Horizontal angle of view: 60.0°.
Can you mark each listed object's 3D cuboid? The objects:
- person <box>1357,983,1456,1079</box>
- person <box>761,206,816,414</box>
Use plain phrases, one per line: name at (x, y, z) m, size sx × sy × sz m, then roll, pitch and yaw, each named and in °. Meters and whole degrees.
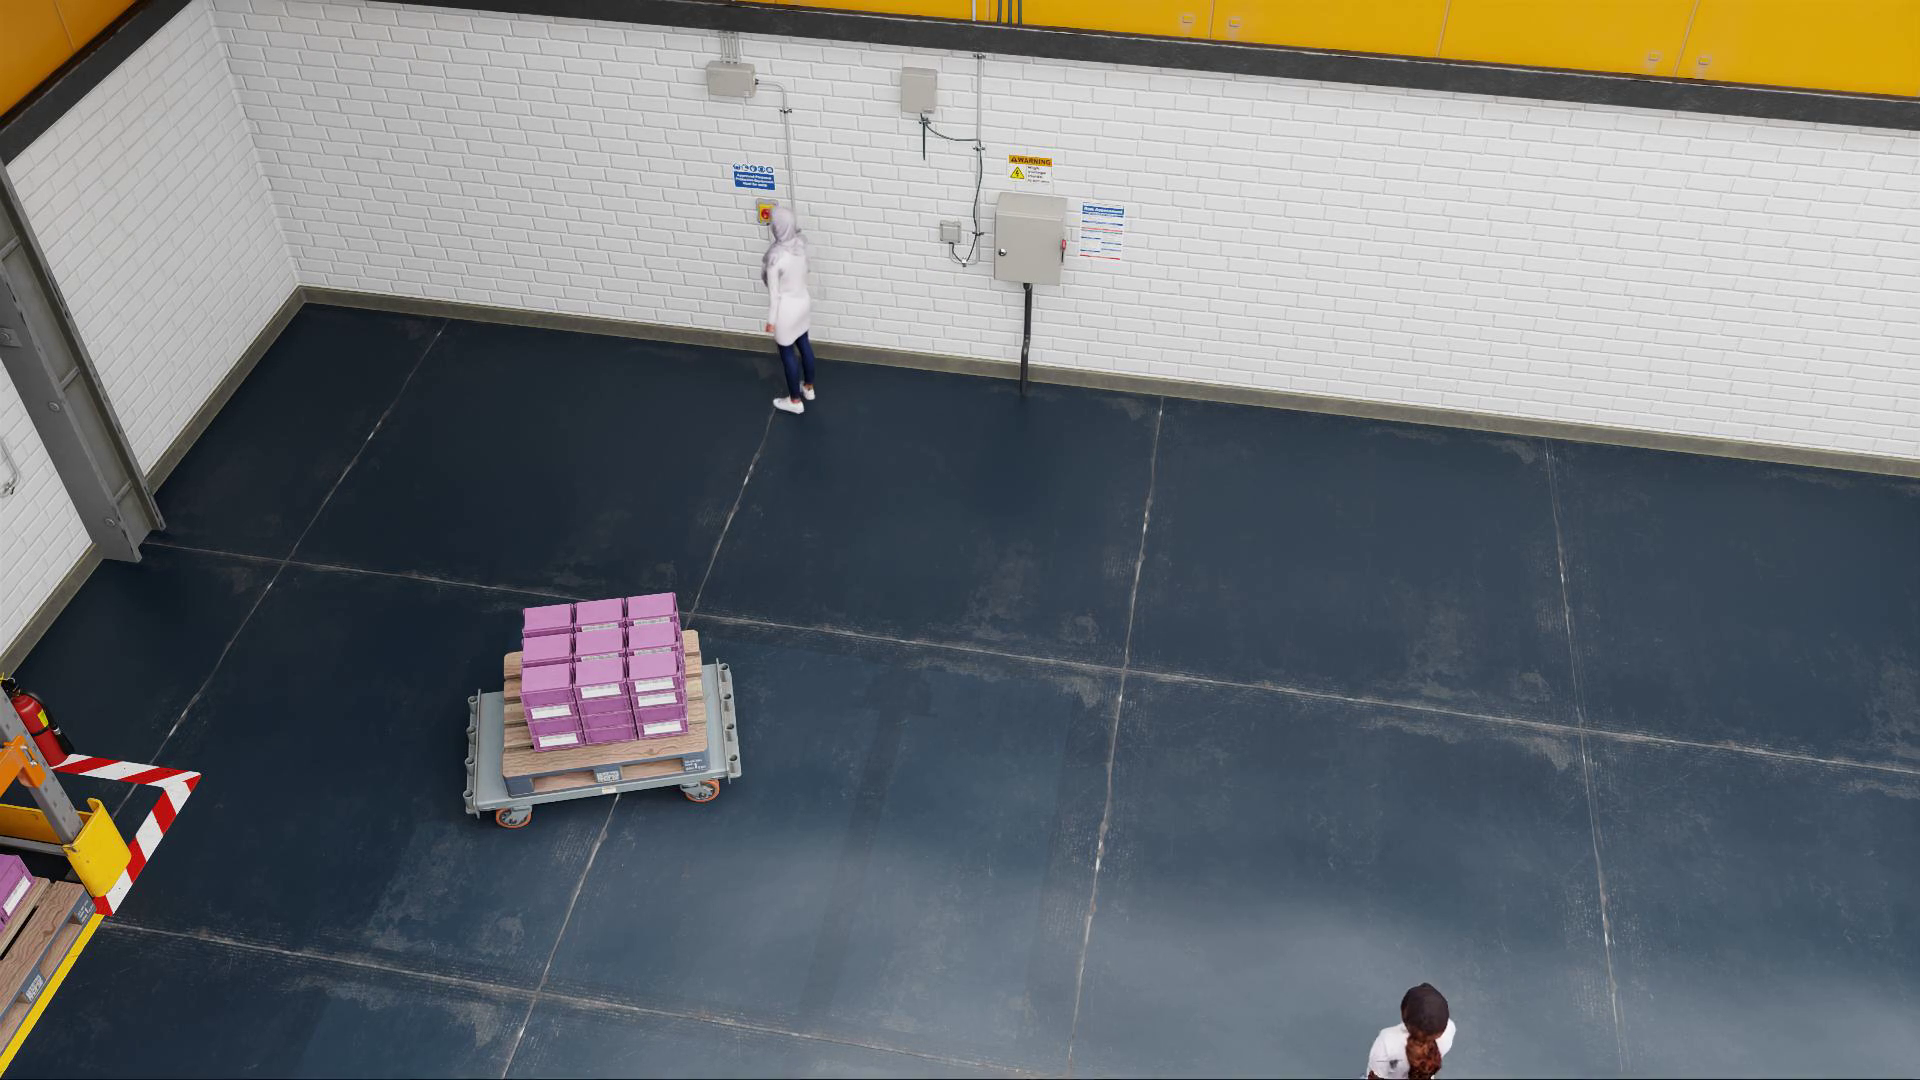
person at (2.115, 2.695, 7.953) m, size 0.723 × 1.708 × 0.784 m, roll -11°, pitch 45°, yaw -11°
person at (-1.266, -1.738, 12.557) m, size 0.747 × 1.776 × 0.609 m, roll 25°, pitch 49°, yaw 24°
